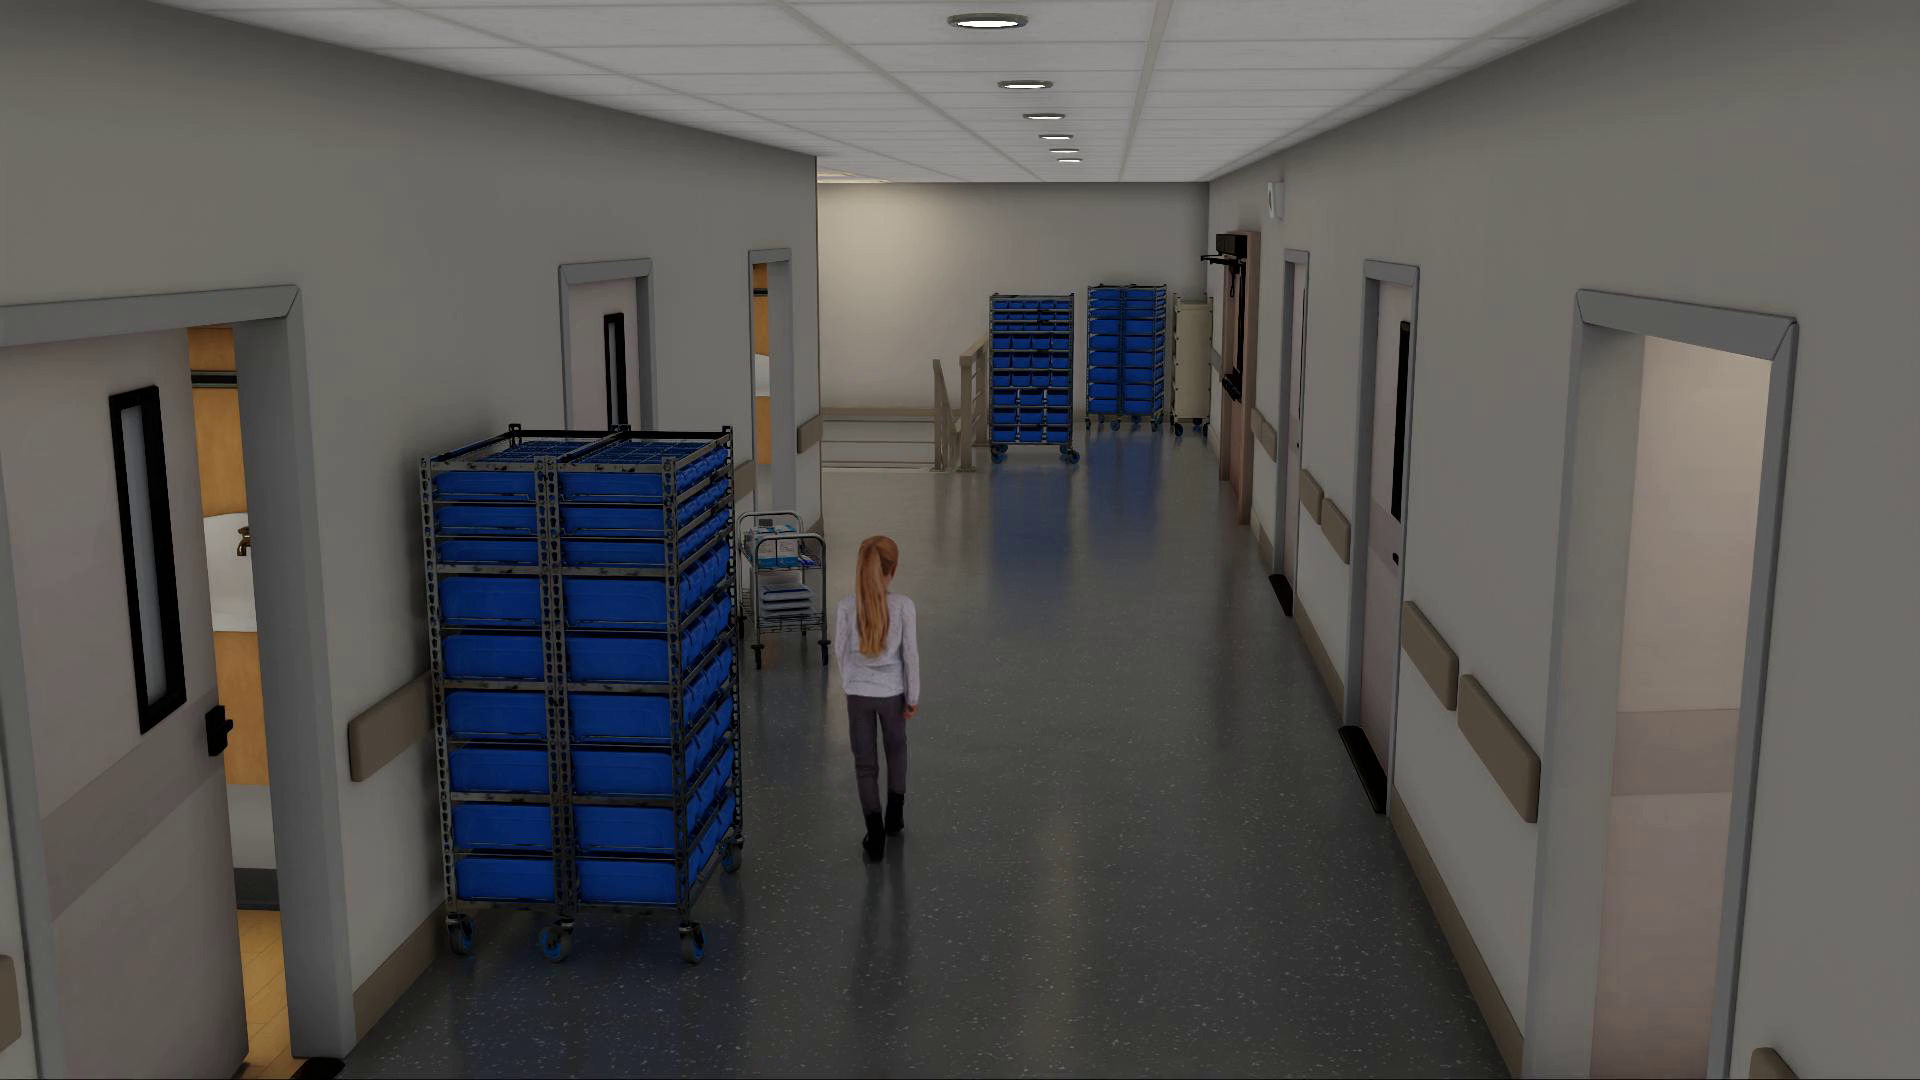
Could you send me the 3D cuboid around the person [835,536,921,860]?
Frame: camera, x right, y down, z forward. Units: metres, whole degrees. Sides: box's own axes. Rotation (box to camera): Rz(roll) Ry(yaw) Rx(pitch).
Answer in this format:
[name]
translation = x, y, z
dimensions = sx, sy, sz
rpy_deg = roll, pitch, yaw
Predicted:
[person]
translation = -0.333, 0.632, 6.527
dimensions = 0.532, 1.262, 0.659
rpy_deg = -1, 11, -3
